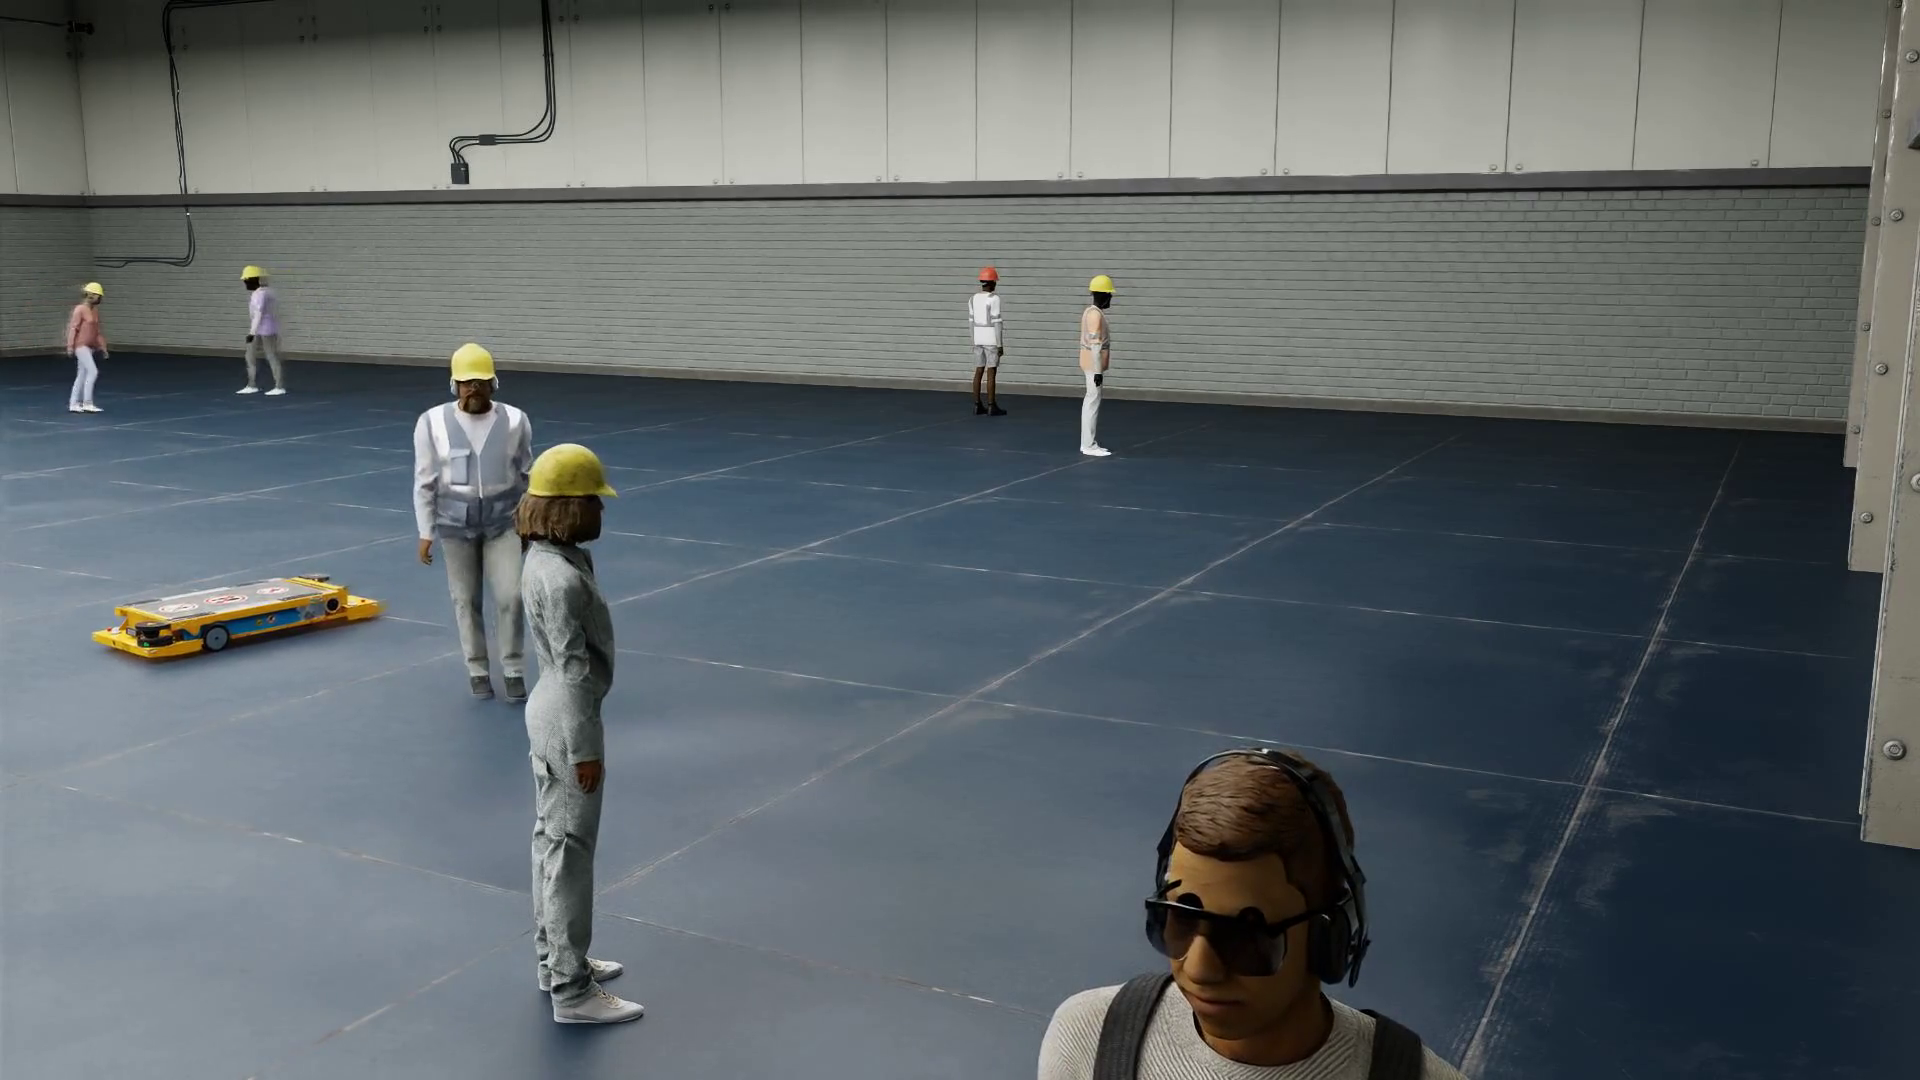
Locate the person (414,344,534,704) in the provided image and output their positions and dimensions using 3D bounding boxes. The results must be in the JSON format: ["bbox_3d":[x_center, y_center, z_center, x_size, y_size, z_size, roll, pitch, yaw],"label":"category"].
[{"bbox_3d":[-2.408,-0.063,8.303,0.599,1.811,0.606,-4,11,-19],"label":"person"}]

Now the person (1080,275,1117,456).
[{"bbox_3d":[1.477,-1.863,17.811,0.382,1.924,0.594,0,10,0],"label":"person"}]

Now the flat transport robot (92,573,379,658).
[{"bbox_3d":[-4.262,0.428,9.838,0.652,0.197,1.431,8,13,37],"label":"flat transport robot"}]

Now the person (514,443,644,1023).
[{"bbox_3d":[-1.158,0.577,5.013,0.298,1.744,0.486,-4,11,-21],"label":"person"}]

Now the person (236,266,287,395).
[{"bbox_3d":[-10.341,-3.057,24.392,0.804,1.894,0.597,-7,13,-35],"label":"person"}]

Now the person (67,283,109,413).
[{"bbox_3d":[-11.592,-2.540,22.049,0.583,1.712,0.548,-1,10,-4],"label":"person"}]

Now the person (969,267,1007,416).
[{"bbox_3d":[0.365,-2.595,21.773,0.361,1.939,0.543,-10,14,-44],"label":"person"}]

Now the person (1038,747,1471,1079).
[{"bbox_3d":[0.297,1.112,1.812,0.513,1.845,0.335,5,11,24],"label":"person"}]
